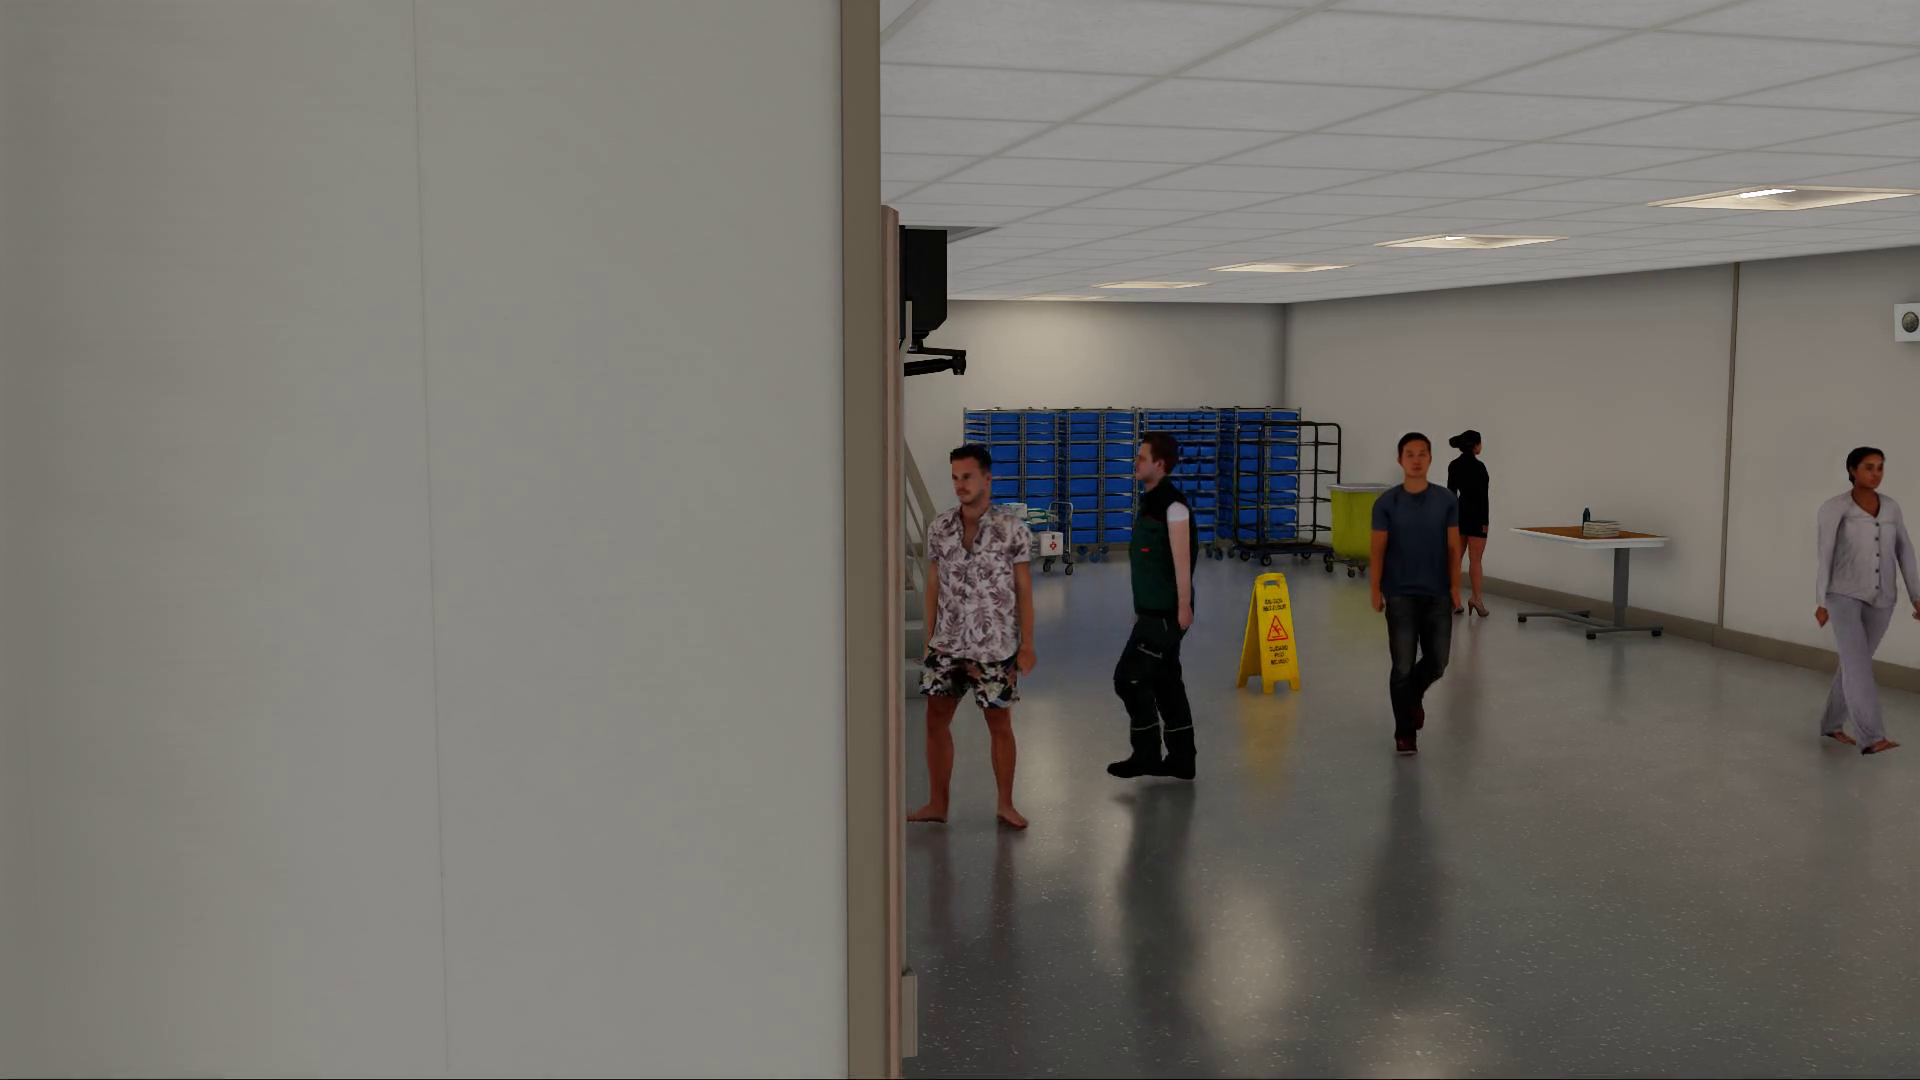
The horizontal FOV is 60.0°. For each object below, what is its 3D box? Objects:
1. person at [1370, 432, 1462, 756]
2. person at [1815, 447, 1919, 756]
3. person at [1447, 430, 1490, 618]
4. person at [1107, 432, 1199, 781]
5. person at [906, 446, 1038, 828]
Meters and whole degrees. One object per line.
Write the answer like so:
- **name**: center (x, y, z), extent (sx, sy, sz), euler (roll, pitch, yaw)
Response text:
- **person**: center (2.576, 0.294, 9.454), extent (0.803, 1.799, 0.946), euler (0, 6, 3)
- **person**: center (5.075, 0.341, 9.479), extent (0.756, 1.702, 1.071), euler (-1, 6, -7)
- **person**: center (4.502, -0.153, 14.694), extent (0.710, 1.639, 0.644), euler (-4, 7, -32)
- **person**: center (1.127, 0.358, 8.667), extent (0.783, 1.825, 0.710), euler (0, 6, -4)
- **person**: center (0.094, 0.454, 7.847), extent (0.878, 1.804, 0.892), euler (1, 6, 10)
